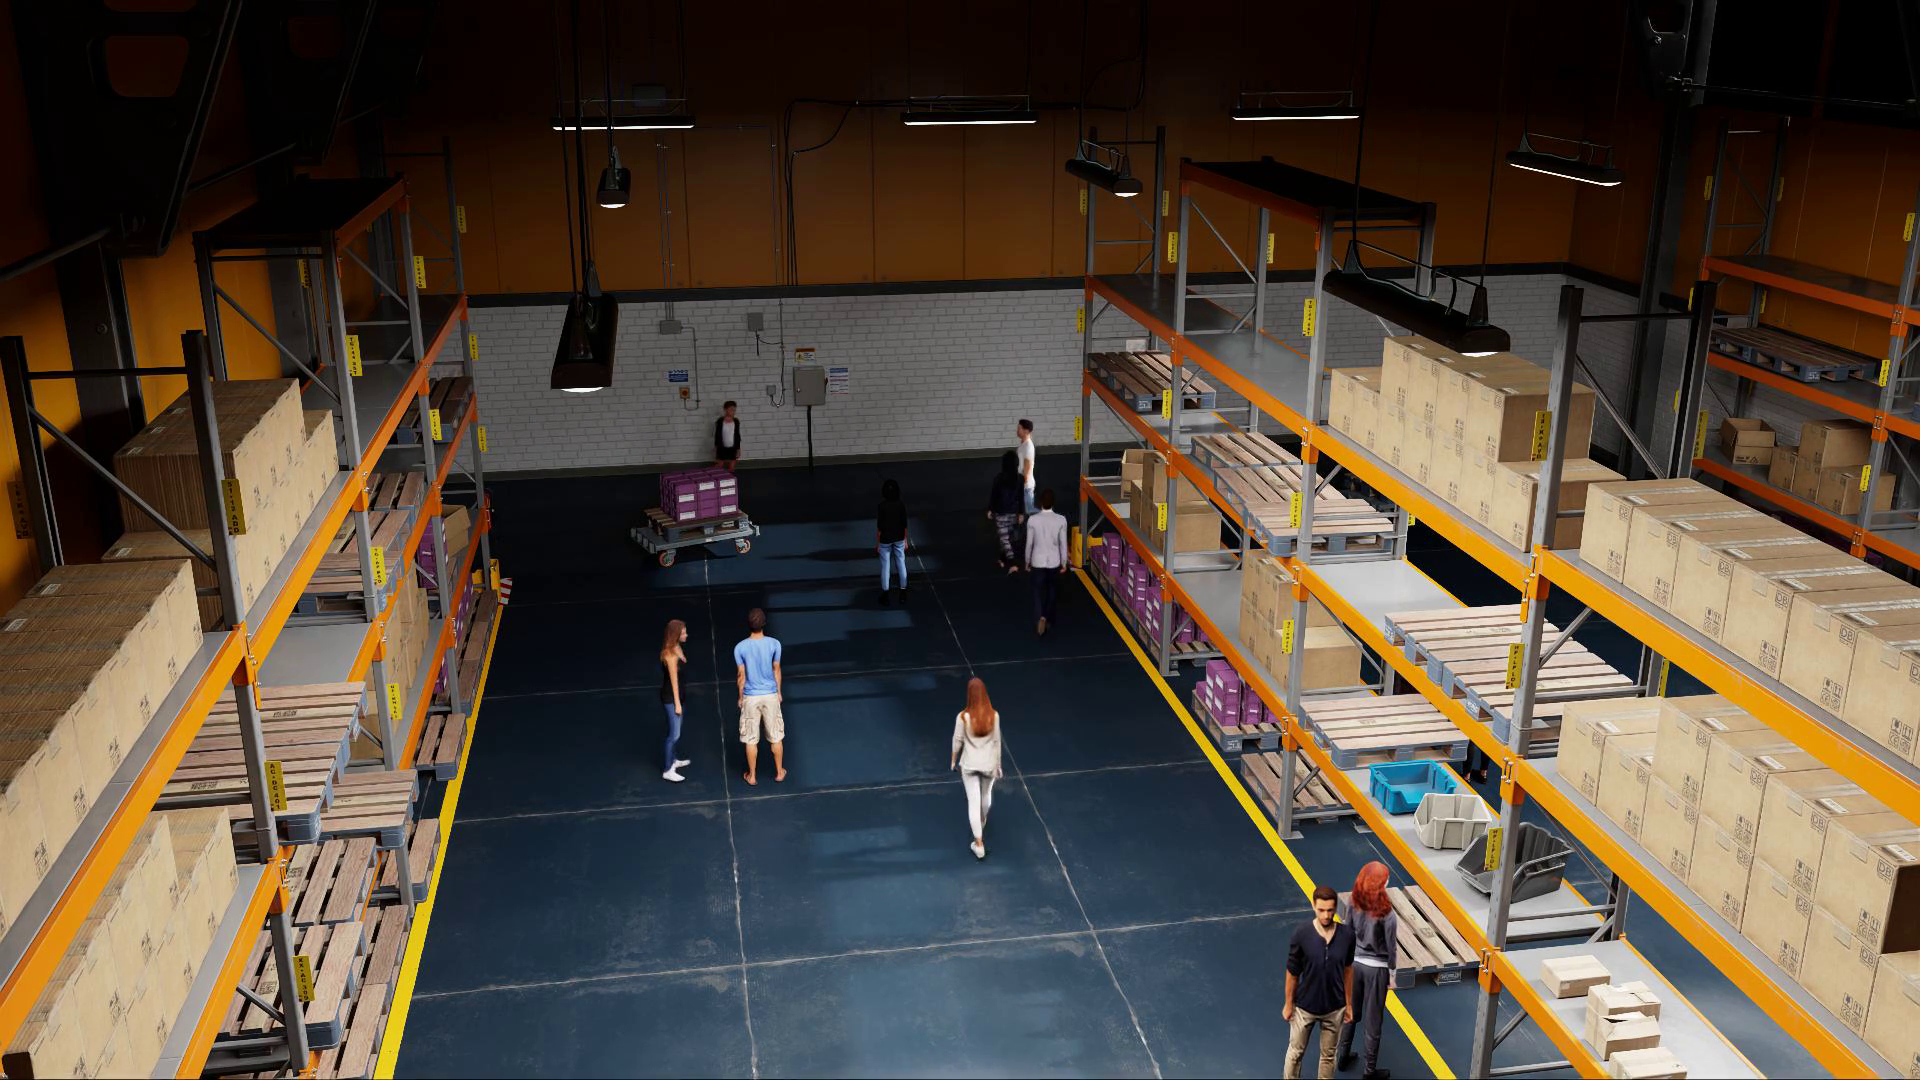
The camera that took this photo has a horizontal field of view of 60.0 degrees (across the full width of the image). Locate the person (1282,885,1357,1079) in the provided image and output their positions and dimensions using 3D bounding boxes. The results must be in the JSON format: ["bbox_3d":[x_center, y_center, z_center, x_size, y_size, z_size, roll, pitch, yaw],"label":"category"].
[{"bbox_3d":[2.539,3.278,11.790,0.679,1.858,0.570,0,19,-1],"label":"person"}]

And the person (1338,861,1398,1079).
[{"bbox_3d":[3.004,3.162,12.259,0.719,1.779,0.605,-16,24,-40],"label":"person"}]

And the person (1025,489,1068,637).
[{"bbox_3d":[1.073,0.300,20.679,0.749,1.828,1.071,-1,19,-3],"label":"person"}]

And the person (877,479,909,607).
[{"bbox_3d":[-0.892,0.024,21.699,0.587,1.701,0.556,-5,19,-15],"label":"person"}]

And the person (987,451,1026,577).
[{"bbox_3d":[0.660,-0.355,22.813,0.761,1.707,0.996,-9,21,-25],"label":"person"}]

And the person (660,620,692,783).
[{"bbox_3d":[-2.924,1.612,16.964,0.696,1.714,0.536,-1,19,-2],"label":"person"}]

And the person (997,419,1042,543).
[{"bbox_3d":[1.022,-0.823,23.988,0.785,1.845,1.072,-2,19,-6],"label":"person"}]

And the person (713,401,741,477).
[{"bbox_3d":[-3.726,-1.468,26.400,0.727,1.528,0.614,3,19,8],"label":"person"}]

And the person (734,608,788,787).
[{"bbox_3d":[-2.018,1.580,16.825,0.663,1.863,0.576,-5,19,-13],"label":"person"}]

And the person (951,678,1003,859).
[{"bbox_3d":[0.190,2.145,15.437,0.611,1.676,0.990,-3,19,-8],"label":"person"}]
